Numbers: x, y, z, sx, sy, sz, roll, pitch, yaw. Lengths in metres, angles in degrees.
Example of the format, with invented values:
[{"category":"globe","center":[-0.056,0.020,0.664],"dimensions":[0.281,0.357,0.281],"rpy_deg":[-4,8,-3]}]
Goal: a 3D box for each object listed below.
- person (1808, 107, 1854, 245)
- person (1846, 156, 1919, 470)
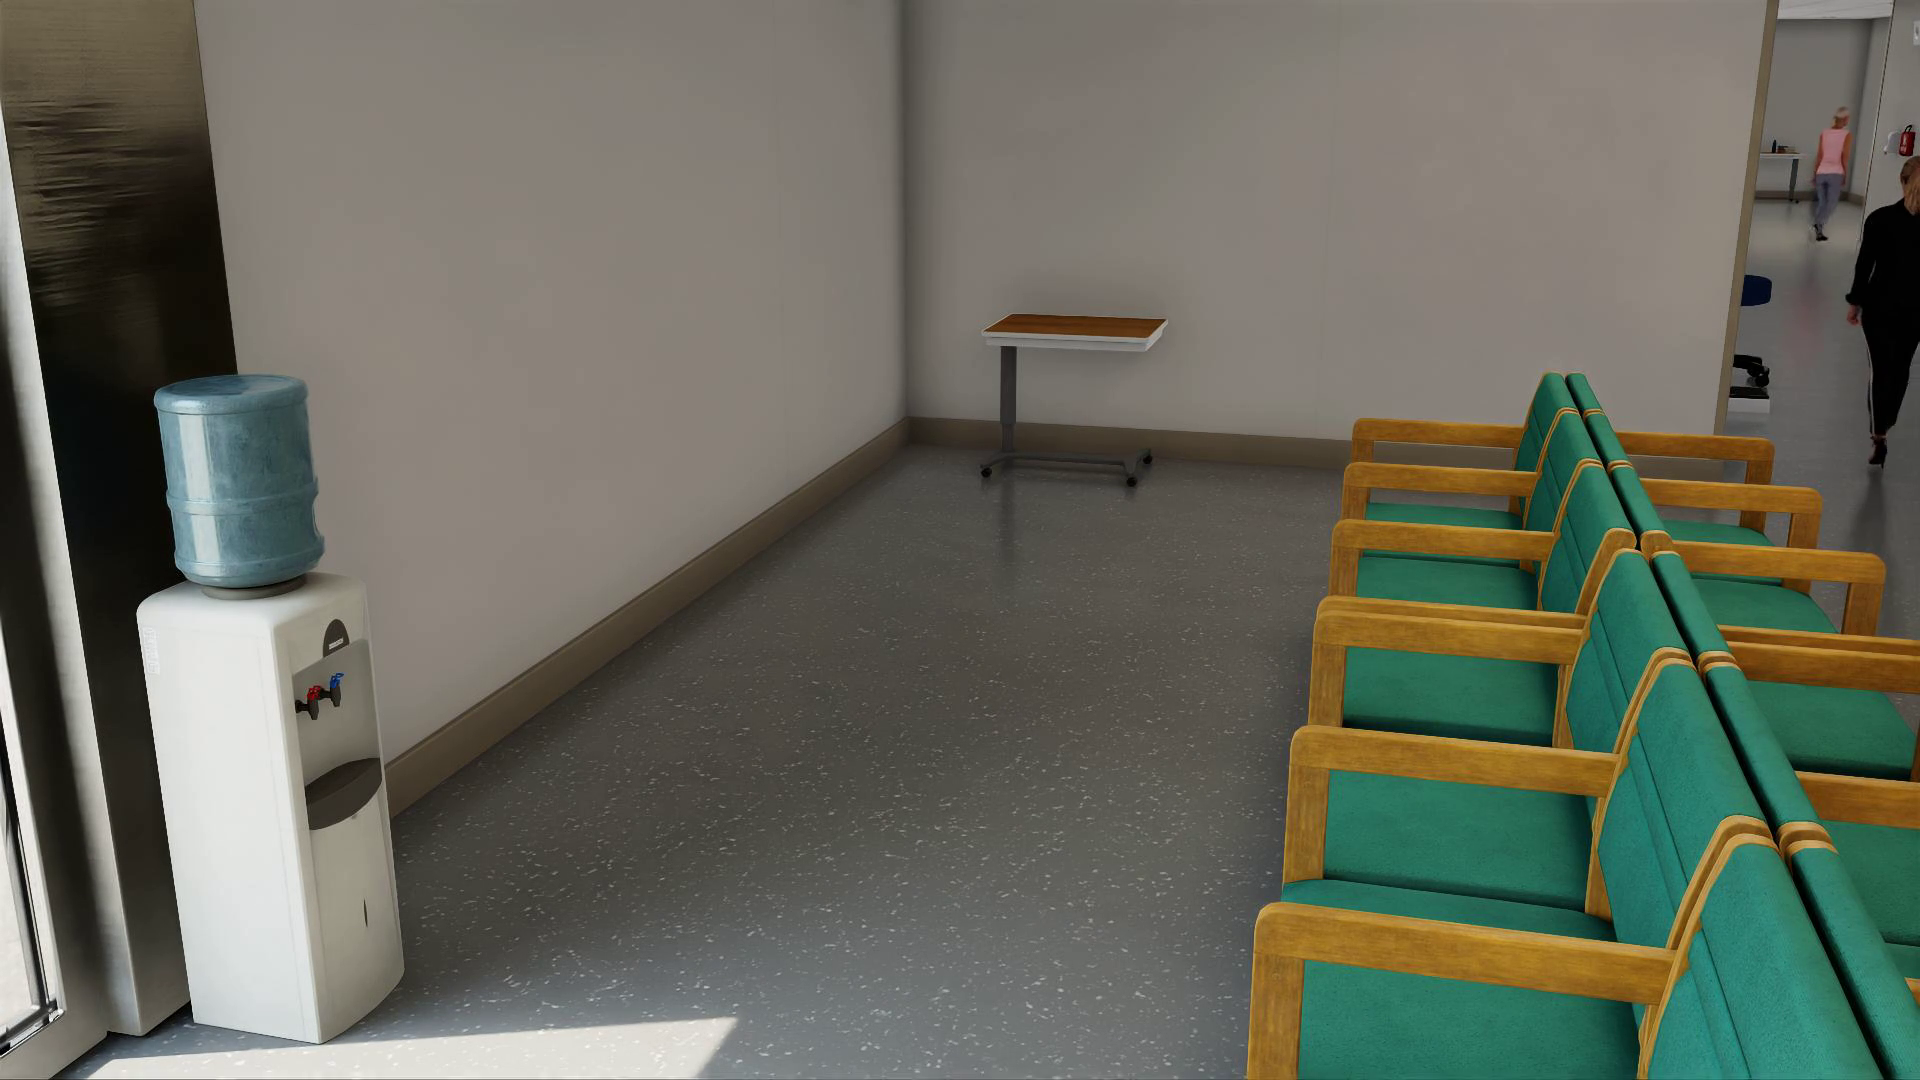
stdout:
[{"category":"person","center":[10.893,-4.531,20.836],"dimensions":[1.011,1.696,1.023],"rpy_deg":[-14,21,-41]},{"category":"person","center":[5.129,-1.217,9.105],"dimensions":[0.850,1.682,0.752],"rpy_deg":[6,17,19]}]
